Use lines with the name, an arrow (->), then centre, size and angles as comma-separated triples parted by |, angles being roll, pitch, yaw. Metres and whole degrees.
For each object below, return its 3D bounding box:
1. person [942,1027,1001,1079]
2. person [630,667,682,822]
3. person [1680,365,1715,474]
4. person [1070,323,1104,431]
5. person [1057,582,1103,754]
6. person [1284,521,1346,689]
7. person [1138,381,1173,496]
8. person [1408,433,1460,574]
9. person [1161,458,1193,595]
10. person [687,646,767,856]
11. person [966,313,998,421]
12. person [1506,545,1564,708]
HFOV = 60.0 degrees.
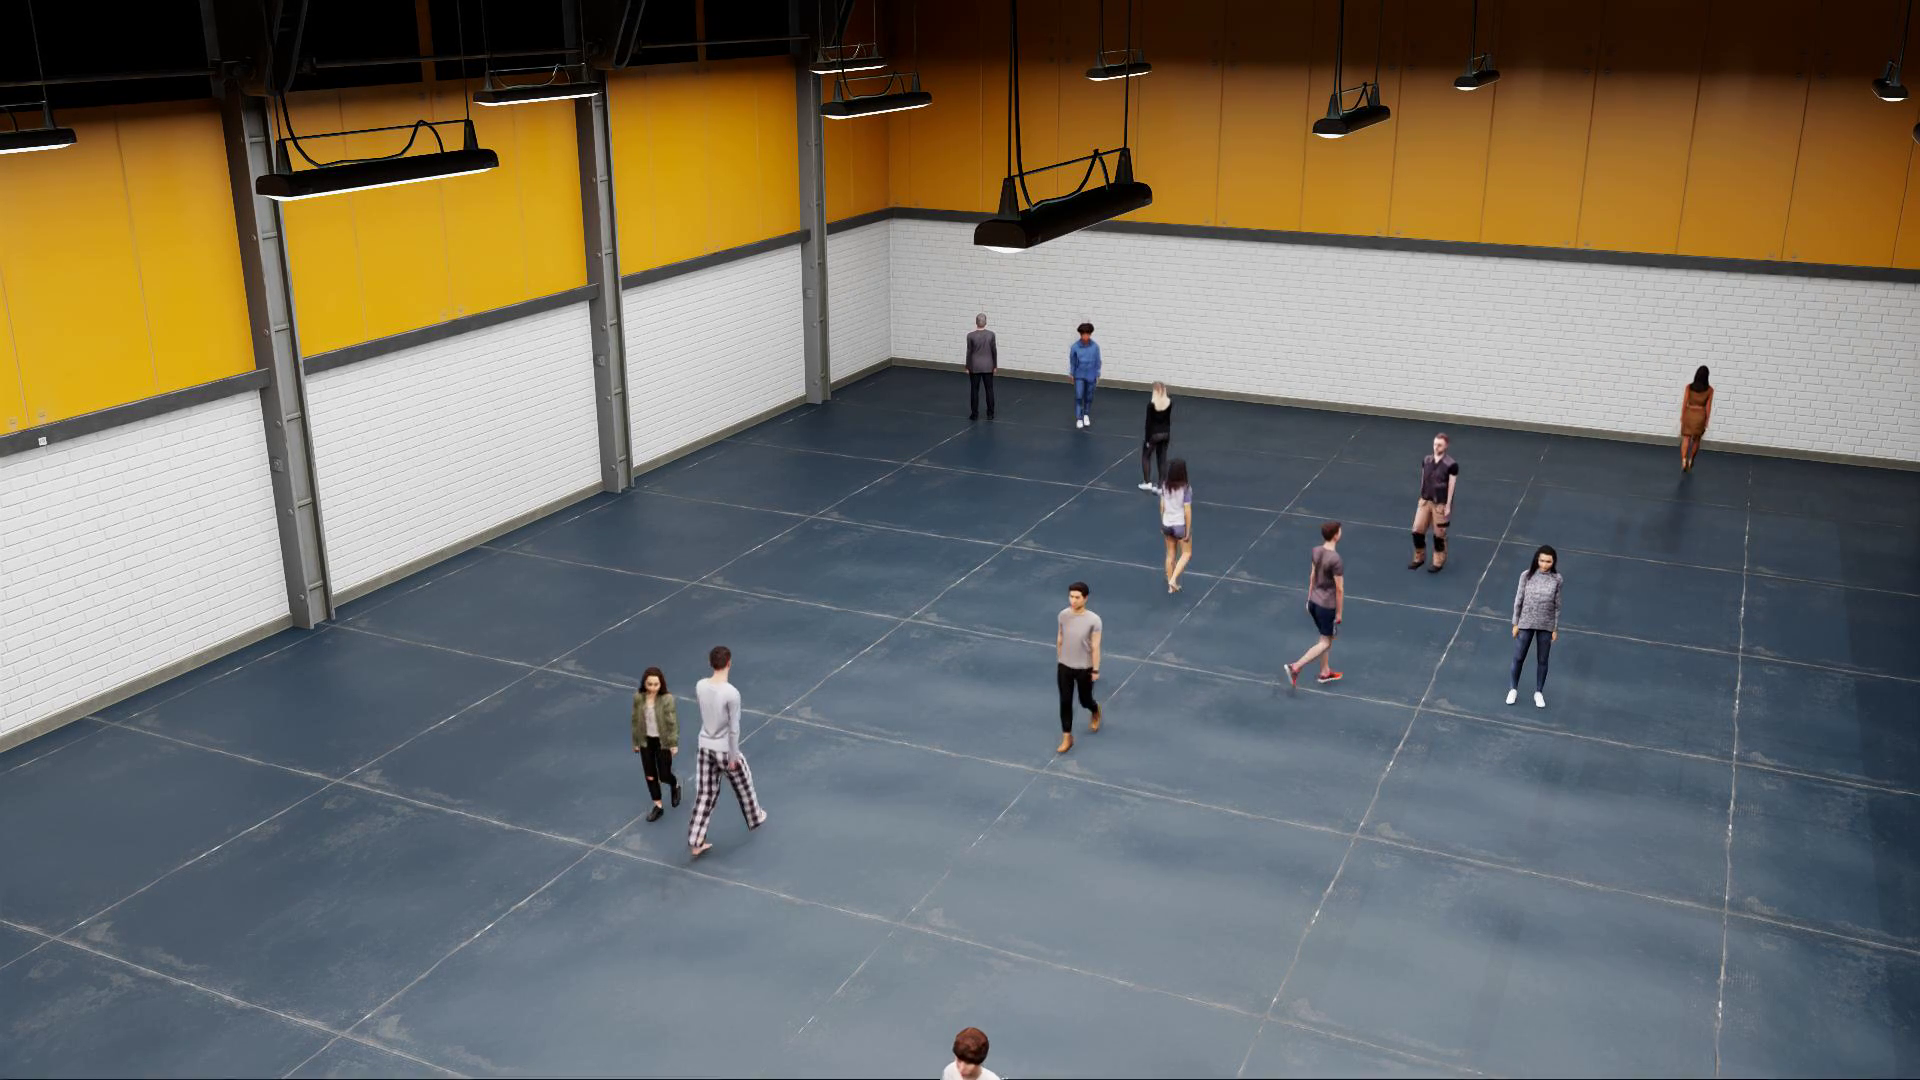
person -> 0.106, 3.477, 9.554 | 0.613, 1.643, 0.681 | 12, 22, 32
person -> -2.689, 1.785, 14.859 | 0.653, 1.464, 0.709 | 6, 19, 17
person -> 11.096, -1.786, 25.156 | 0.571, 1.660, 1.018 | 9, 21, 25
person -> 2.106, -2.763, 27.887 | 0.995, 1.768, 1.182 | -1, 19, -3
person -> 1.170, 1.198, 16.227 | 0.614, 1.704, 0.959 | 9, 21, 26
person -> 3.759, 0.710, 17.481 | 1.152, 1.829, 1.056 | -8, 20, -24
person -> 2.923, -1.453, 24.154 | 0.782, 1.669, 0.842 | -7, 20, -20
person -> 6.079, -0.476, 21.014 | 0.778, 1.822, 0.789 | 17, 25, 42
person -> 2.582, -0.137, 20.162 | 0.641, 1.723, 0.733 | 12, 22, 32
person -> -2.112, 1.836, 14.192 | 0.604, 1.794, 1.098 | 9, 21, 25
person -> 0.367, -2.963, 28.366 | 0.812, 1.842, 0.815 | -3, 19, -7
person -> 5.949, 0.865, 17.165 | 0.639, 1.735, 0.568 | 5, 19, 15
